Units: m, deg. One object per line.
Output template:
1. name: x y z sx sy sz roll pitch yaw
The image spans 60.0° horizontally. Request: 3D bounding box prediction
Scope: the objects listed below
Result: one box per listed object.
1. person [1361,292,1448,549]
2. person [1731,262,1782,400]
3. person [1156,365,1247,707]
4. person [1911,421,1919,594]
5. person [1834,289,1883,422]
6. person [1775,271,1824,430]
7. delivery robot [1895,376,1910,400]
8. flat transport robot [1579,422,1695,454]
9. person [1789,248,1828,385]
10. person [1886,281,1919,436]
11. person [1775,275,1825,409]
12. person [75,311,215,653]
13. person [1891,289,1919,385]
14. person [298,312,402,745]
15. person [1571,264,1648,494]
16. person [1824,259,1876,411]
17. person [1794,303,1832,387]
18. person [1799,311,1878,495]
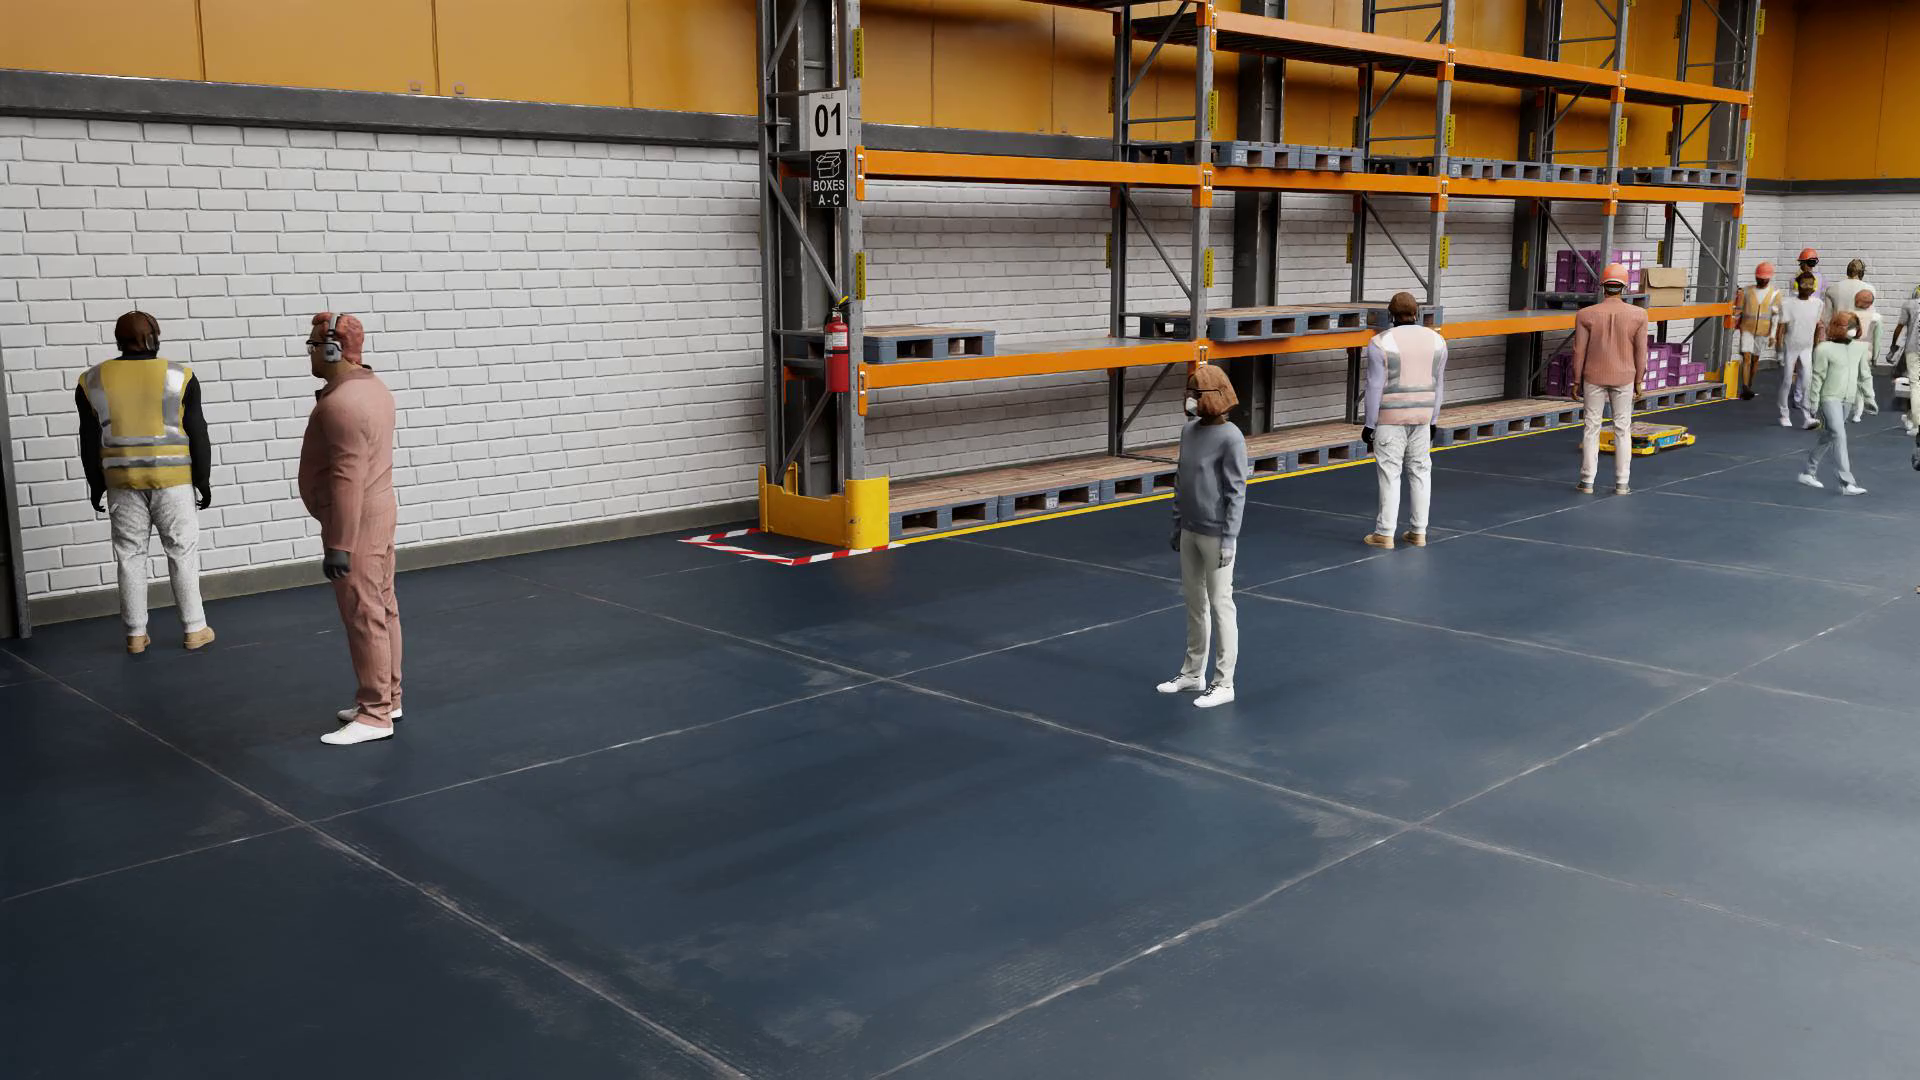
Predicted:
1. person: 3.164 -0.855 11.959 0.624 1.841 0.430 -3 11 -17
2. person: 10.863 -2.854 22.782 0.623 1.873 0.959 4 11 19
3. person: 1.174 -0.023 7.980 0.281 1.633 0.500 -5 12 -26
4. person: 6.432 -0.636 10.547 0.996 1.924 0.619 -6 12 -31
5. person: 10.650 -2.175 19.779 0.523 1.614 0.731 6 12 29
6. person: 9.697 -2.176 19.206 0.538 1.817 0.972 1 10 7
7. delivery robot: 12.248 -1.934 21.090 0.477 0.478 0.707 -3 11 -19
8. flat transport robot: 7.122 -1.079 17.456 0.652 0.197 1.431 10 14 42
9. person: 12.612 -3.327 24.880 0.608 2.044 0.370 -3 11 -15
10. person: 10.855 -2.102 18.843 0.532 1.809 1.002 3 11 14
11. person: 10.870 -2.559 21.530 0.558 1.737 0.411 3 11 16
12. person: -4.374 -0.310 8.987 0.632 1.840 0.429 -3 11 -15
13. person: 14.246 -3.125 24.437 0.935 1.788 0.659 9 14 40
14. person: -2.712 -0.052 7.389 0.403 1.911 0.637 -1 10 -6
15. person: 5.632 -1.393 14.464 0.613 1.995 0.391 3 11 16
16. person: 11.417 -2.631 21.370 0.354 1.937 0.635 -7 12 -33
17. person: 11.903 -2.733 22.933 0.949 1.576 0.532 -7 12 -32
18. person: 7.699 -1.207 14.552 0.516 1.583 0.856 -3 11 -17
